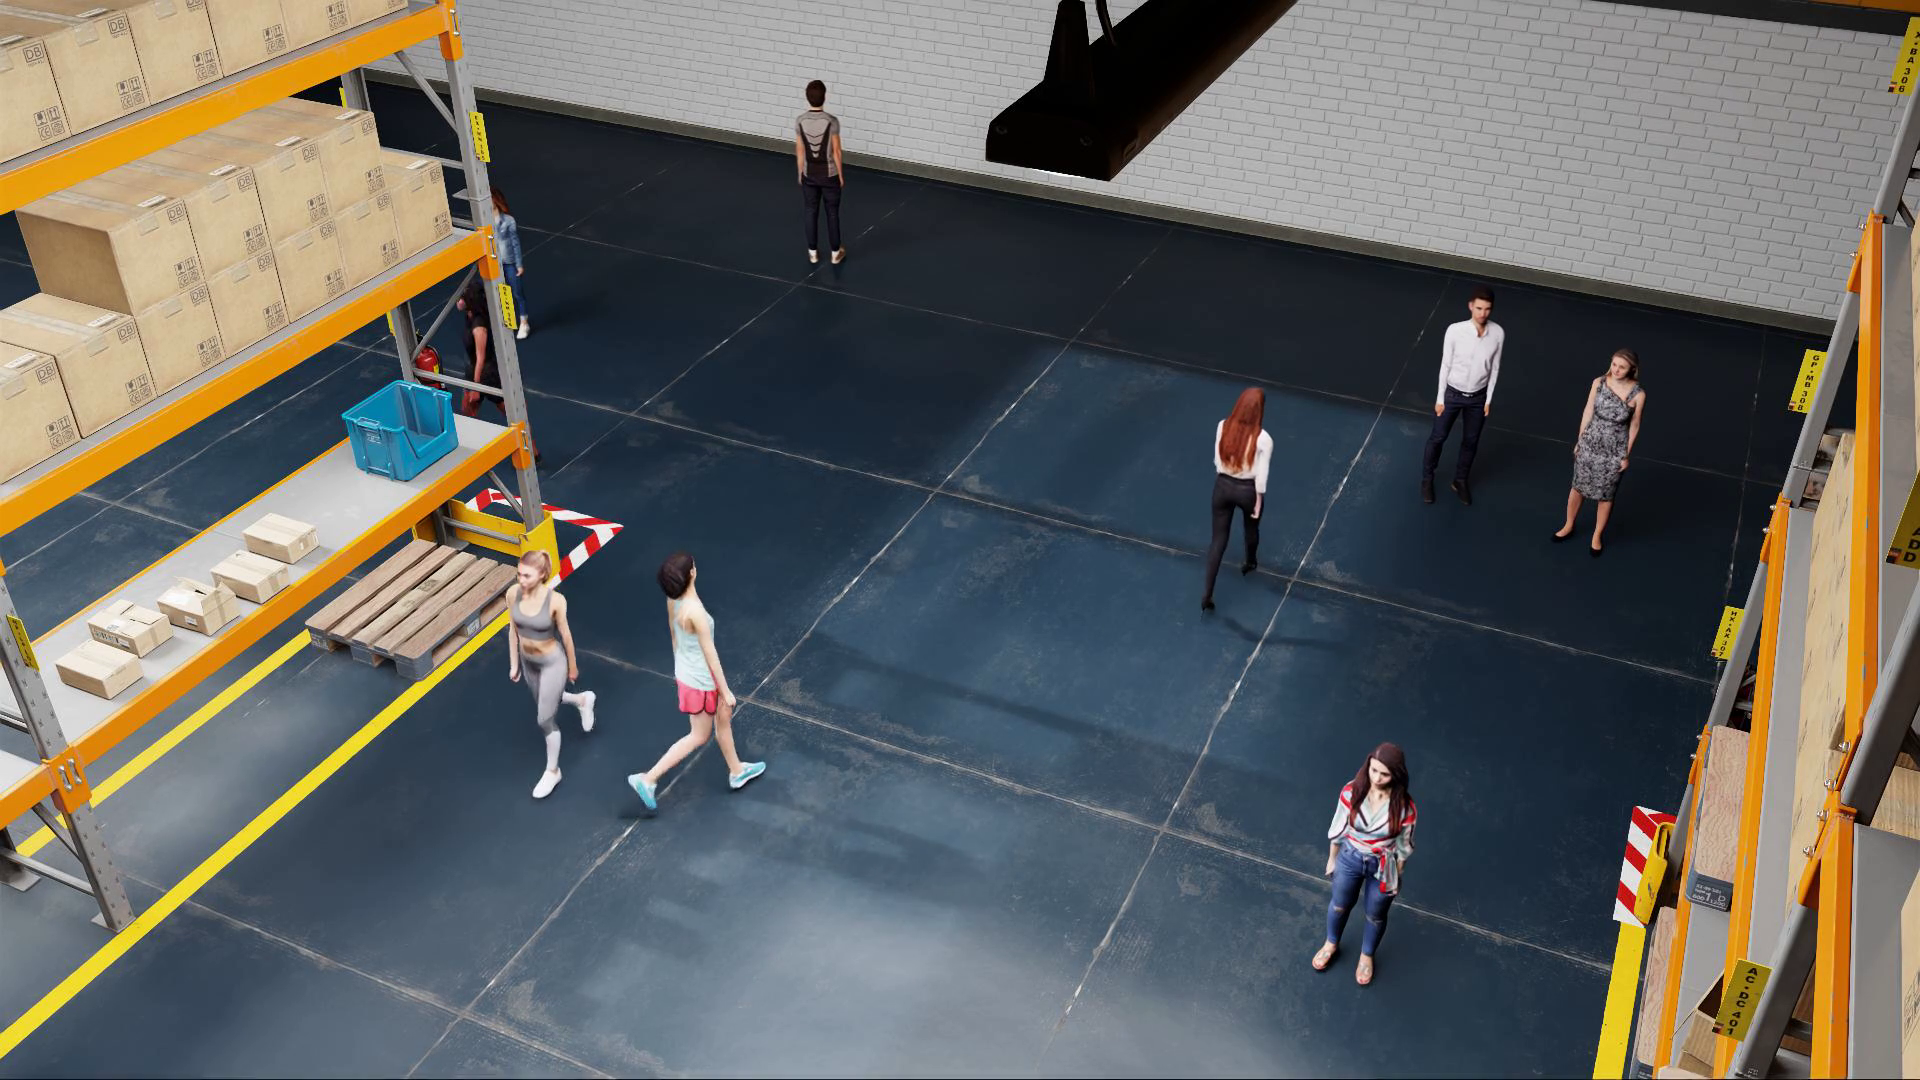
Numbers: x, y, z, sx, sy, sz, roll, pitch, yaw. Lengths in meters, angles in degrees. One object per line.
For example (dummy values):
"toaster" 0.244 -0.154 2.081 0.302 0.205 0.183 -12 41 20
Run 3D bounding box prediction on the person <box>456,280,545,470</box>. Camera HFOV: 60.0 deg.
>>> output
"person" -3.710 -1.291 13.439 1.190 1.696 1.059 -15 36 -21

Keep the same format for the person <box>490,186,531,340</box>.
"person" -4.285 -2.623 15.642 0.617 1.475 0.583 7 34 10

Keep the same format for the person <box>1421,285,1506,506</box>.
"person" 3.969 -1.157 13.090 0.681 1.860 0.676 2 34 3

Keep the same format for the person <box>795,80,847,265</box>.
"person" -1.419 -3.739 16.943 0.694 1.895 0.659 4 34 6

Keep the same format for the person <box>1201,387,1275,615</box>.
"person" 1.934 -0.251 11.860 0.617 1.713 1.127 16 37 22

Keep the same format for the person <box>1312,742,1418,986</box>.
"person" 2.202 1.733 8.966 0.588 1.612 0.489 15 36 21

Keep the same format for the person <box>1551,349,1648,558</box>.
"person" 4.858 -0.682 12.517 0.621 1.703 0.584 26 41 33

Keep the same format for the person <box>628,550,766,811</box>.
"person" -1.665 0.891 10.126 1.221 1.731 1.065 -15 36 -21

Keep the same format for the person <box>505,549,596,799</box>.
"person" -2.554 0.737 10.404 0.606 1.679 1.062 12 35 17
